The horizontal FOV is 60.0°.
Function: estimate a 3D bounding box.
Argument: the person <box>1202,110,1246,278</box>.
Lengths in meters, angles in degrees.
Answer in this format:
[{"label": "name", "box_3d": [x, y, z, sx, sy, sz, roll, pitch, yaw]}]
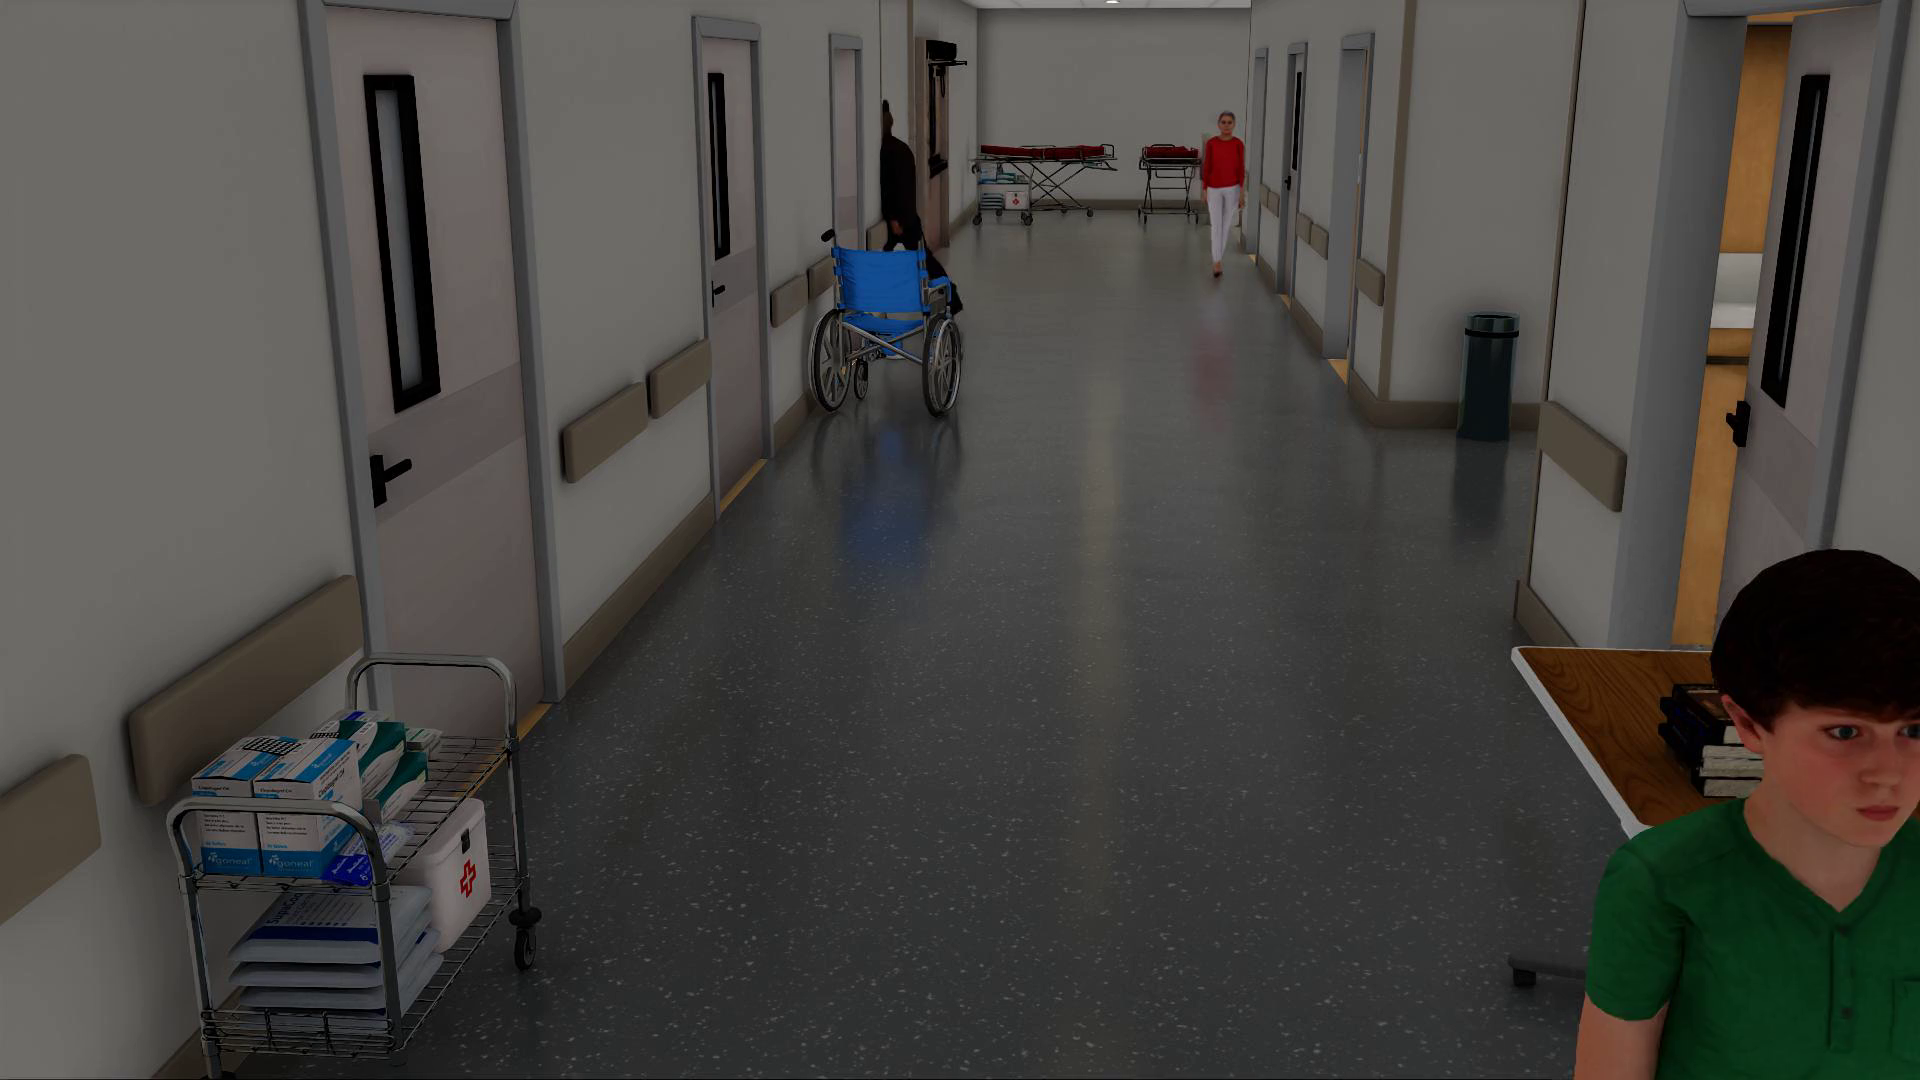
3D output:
[{"label": "person", "box_3d": [2.698, -3.550, 17.137, 0.600, 1.670, 0.913, 0, 16, 1]}]

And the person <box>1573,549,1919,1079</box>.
[{"label": "person", "box_3d": [0.821, 0.792, 1.824, 0.679, 1.623, 1.102, -1, 16, -3]}]

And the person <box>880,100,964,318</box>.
[{"label": "person", "box_3d": [-0.416, -2.657, 13.748, 1.119, 1.791, 1.330, 8, 17, 25]}]
